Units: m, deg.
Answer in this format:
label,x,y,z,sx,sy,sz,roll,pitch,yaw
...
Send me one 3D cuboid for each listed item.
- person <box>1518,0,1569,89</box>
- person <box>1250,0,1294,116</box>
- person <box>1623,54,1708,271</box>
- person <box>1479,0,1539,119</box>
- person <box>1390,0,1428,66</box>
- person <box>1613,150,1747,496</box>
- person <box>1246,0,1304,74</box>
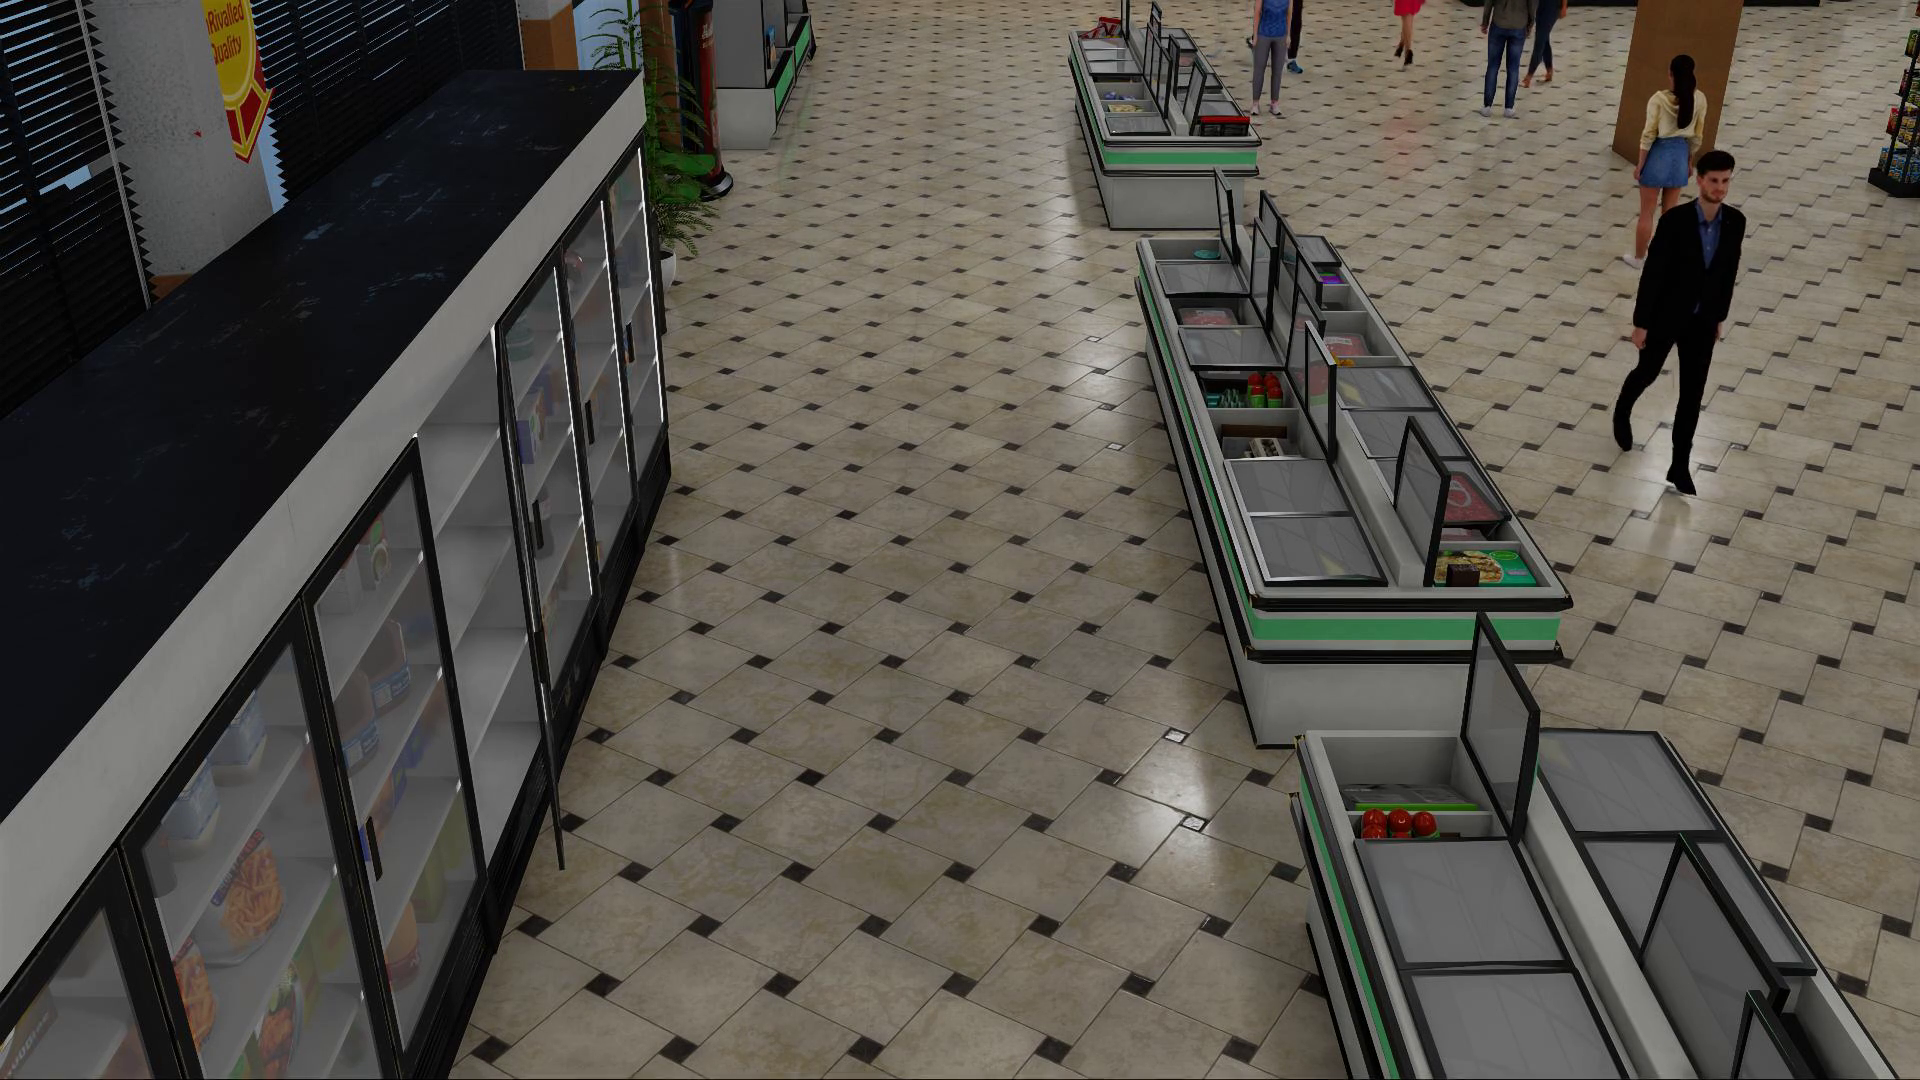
label,x,y,z,sx,sy,sz,roll,pitch,yaw
person,6.702,-6.040,18.873,1.018,1.748,1.052,-18,32,-31
person,3.309,-5.343,17.652,0.553,1.610,0.528,0,27,-1
person,5.440,-2.909,12.829,0.648,1.631,0.537,-1,27,-3
person,5.760,-5.402,17.482,0.764,1.868,0.698,7,28,14
person,5.404,-6.533,19.923,0.597,1.679,1.009,0,27,-1
person,4.010,-1.270,9.346,0.710,1.858,1.192,0,27,0
person,3.793,-6.457,19.648,1.061,1.791,1.227,-16,31,-28
